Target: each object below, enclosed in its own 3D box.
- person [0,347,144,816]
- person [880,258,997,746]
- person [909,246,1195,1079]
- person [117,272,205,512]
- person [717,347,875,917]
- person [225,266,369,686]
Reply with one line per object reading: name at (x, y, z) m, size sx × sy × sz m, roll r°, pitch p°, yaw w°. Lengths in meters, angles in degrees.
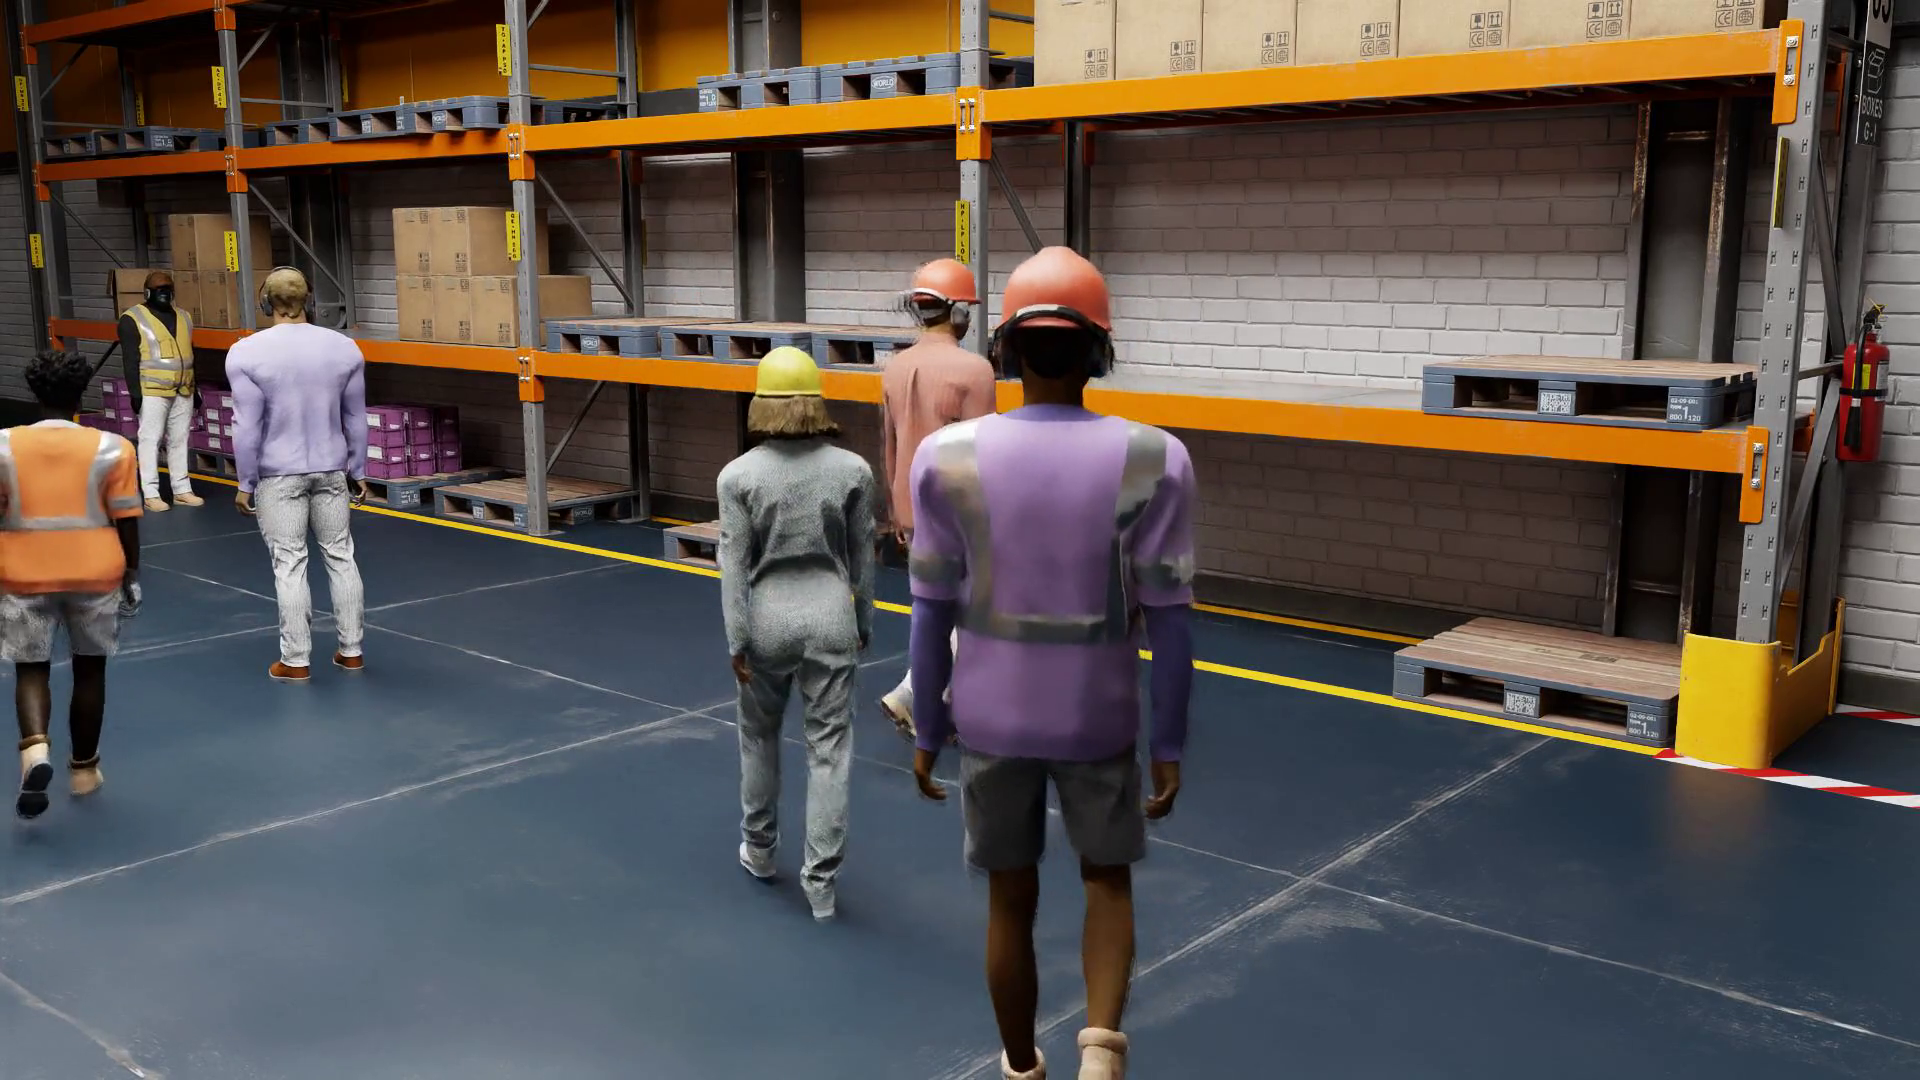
person at (-3.195, 0.158, 5.907) m, size 0.566 × 1.673 × 0.564 m, roll -4°, pitch 11°, yaw -21°
person at (-0.091, -0.114, 6.583) m, size 0.570 × 1.980 × 0.639 m, roll -9°, pitch 13°, yaw -42°
person at (0.189, 0.393, 3.597) m, size 0.608 × 2.030 × 0.518 m, roll 0°, pitch 10°, yaw 2°
person at (-6.159, -1.149, 12.898) m, size 0.429 × 1.840 × 0.629 m, roll 5°, pitch 11°, yaw 26°
person at (-0.509, 0.264, 5.188) m, size 0.492 × 1.724 × 0.693 m, roll -2°, pitch 10°, yaw -11°
person at (-3.058, -0.292, 7.741) m, size 0.635 × 1.936 × 0.350 m, roll -9°, pitch 14°, yaw -42°
